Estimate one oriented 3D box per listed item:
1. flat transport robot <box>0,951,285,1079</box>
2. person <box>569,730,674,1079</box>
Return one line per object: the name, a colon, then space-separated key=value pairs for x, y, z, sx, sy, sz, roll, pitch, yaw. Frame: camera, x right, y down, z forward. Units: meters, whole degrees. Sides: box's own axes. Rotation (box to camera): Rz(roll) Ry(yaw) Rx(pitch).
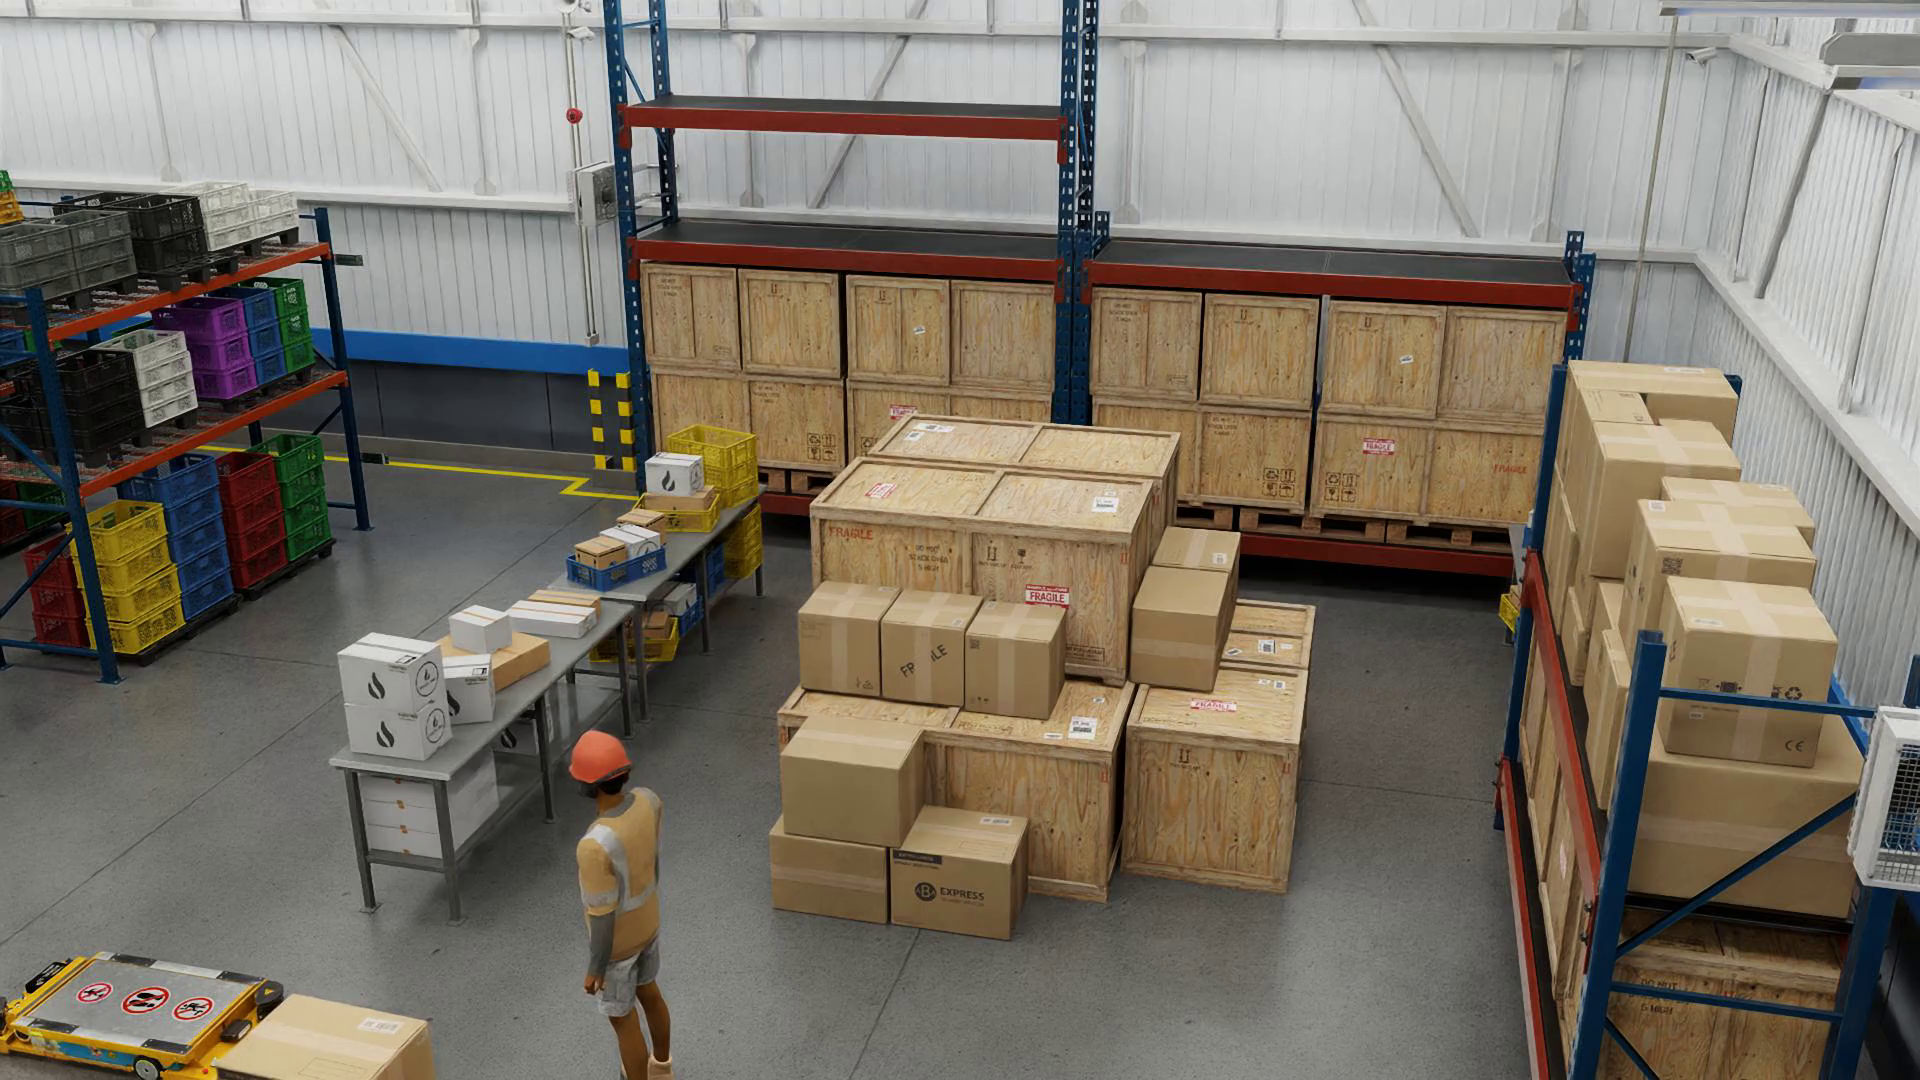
flat transport robot: x=-4.270 y=2.464 z=8.601 sx=1.431 sy=0.231 sz=0.659 roll=5 pitch=22 yaw=13
person: x=-1.605 y=1.825 z=7.792 sx=0.383 sy=2.038 sz=0.613 roll=6 pitch=22 yaw=15
